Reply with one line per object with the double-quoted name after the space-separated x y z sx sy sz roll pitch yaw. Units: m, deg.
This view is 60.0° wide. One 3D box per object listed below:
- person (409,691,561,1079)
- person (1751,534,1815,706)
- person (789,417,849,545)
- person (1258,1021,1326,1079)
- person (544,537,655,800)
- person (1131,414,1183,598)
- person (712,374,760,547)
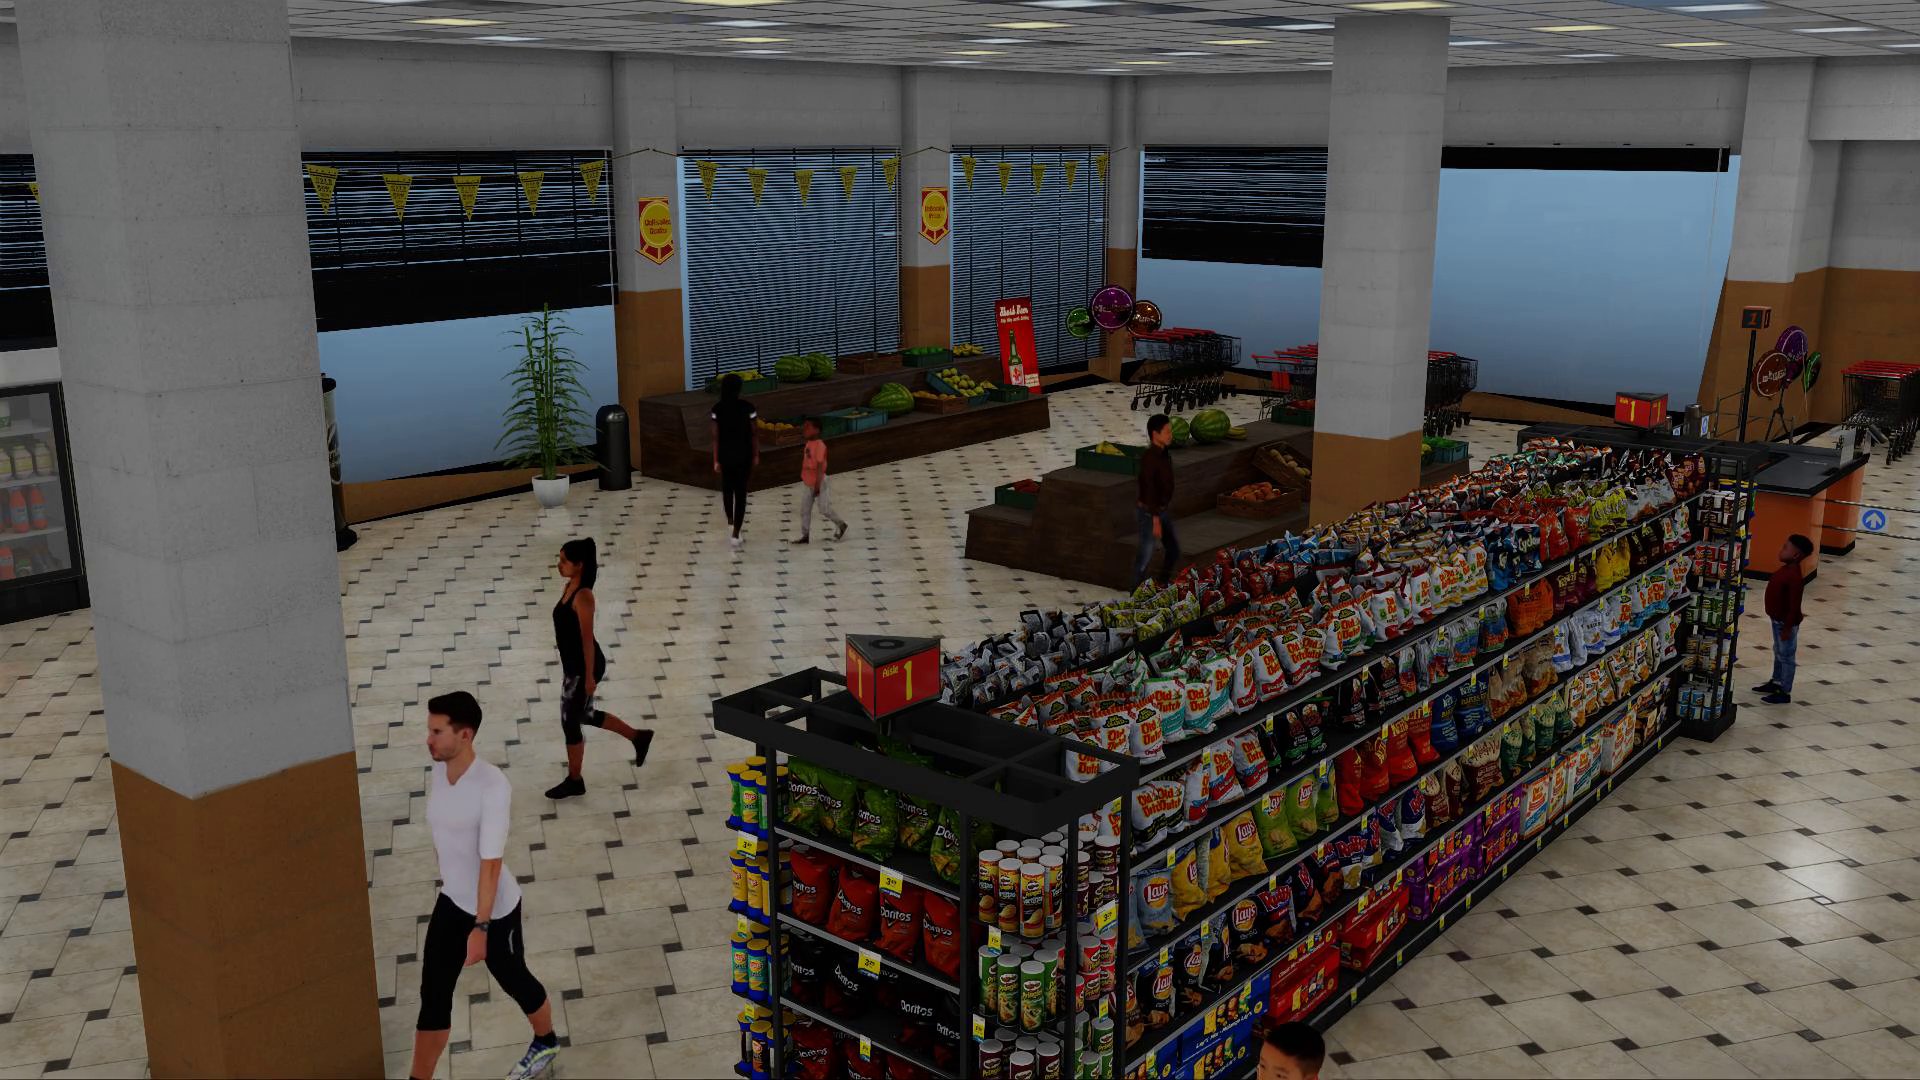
-1.962 1.519 7.024 0.735 1.808 1.177 10 17 34 "person"
6.024 0.567 12.119 0.639 1.256 0.546 3 14 13 "person"
-1.401 -0.595 16.815 0.902 1.301 0.588 -11 17 -38 "person"
1.037 2.146 5.195 0.625 1.451 0.616 -12 18 -40 "person"
-2.283 0.789 10.387 1.050 1.641 0.831 -7 15 -26 "person"
1.567 -0.204 14.225 0.785 1.762 0.671 7 15 28 "person"
-2.264 -0.785 16.738 0.973 1.707 1.107 1 14 2 "person"
